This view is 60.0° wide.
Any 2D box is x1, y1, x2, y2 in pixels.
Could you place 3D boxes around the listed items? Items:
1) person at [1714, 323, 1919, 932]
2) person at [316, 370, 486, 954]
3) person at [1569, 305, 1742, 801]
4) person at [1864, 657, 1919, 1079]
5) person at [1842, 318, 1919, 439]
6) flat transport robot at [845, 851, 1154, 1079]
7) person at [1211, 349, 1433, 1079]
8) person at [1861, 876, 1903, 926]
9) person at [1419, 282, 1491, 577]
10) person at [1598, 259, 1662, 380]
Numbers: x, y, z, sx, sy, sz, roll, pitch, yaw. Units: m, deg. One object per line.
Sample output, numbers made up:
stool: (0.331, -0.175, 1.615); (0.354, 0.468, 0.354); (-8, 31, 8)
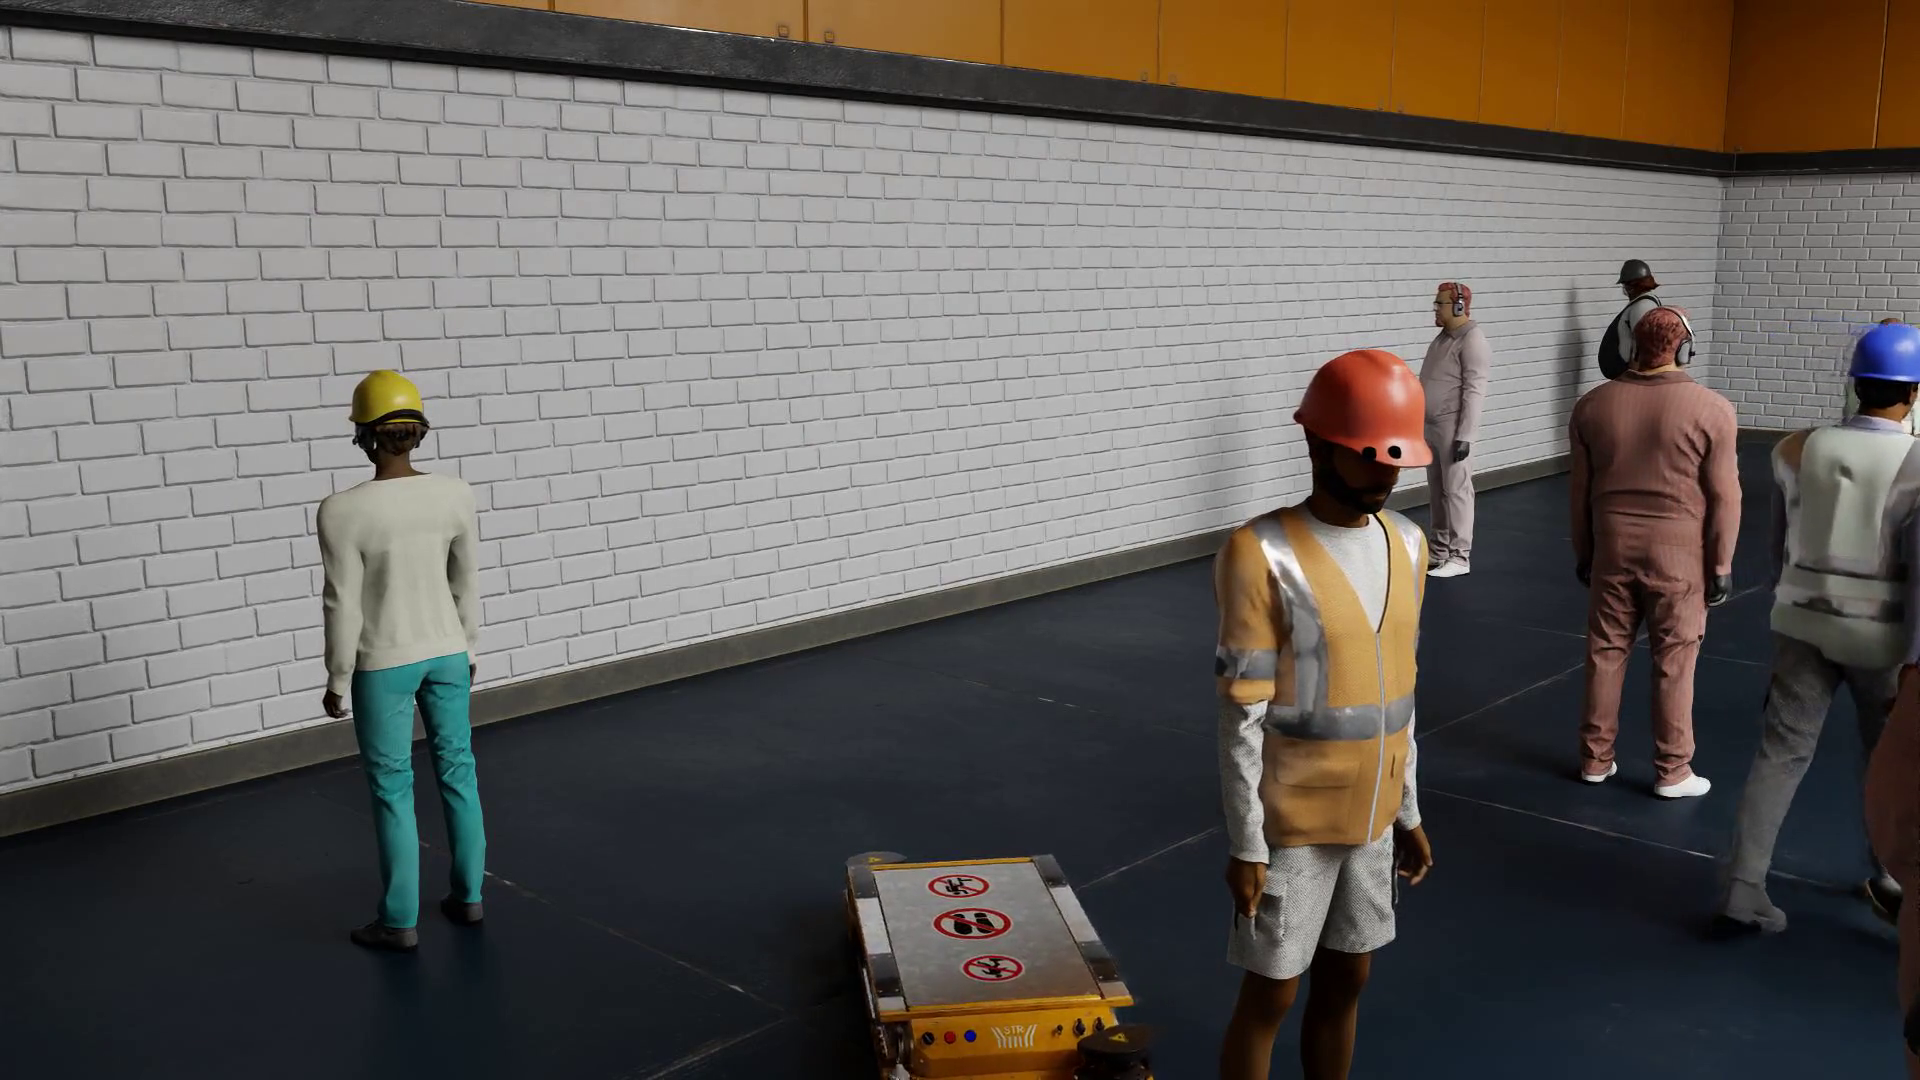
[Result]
person: (2.750, 0.281, 5.195); (0.978, 1.909, 0.605); (-8, 13, -38)
person: (-1.694, 0.369, 5.061); (0.312, 1.768, 0.522); (8, 13, 39)
person: (2.689, 0.051, 6.460); (0.643, 1.913, 0.410); (9, 13, 42)
person: (1.813, 0.670, 2.945); (0.408, 1.906, 0.652); (9, 13, 42)
person: (6.536, -0.748, 11.789); (0.523, 1.636, 0.310); (4, 11, 23)
flat transport robot: (0.056, 1.191, 4.638); (0.652, 0.197, 1.431); (-1, 10, -8)
person: (0.777, 0.570, 3.460); (0.543, 1.928, 0.372); (-6, 12, -32)
person: (2.879, 0.376, 4.583); (0.626, 1.913, 0.980); (-4, 11, -23)
person: (3.169, -0.716, 10.839); (0.407, 1.908, 0.641); (-1, 10, -8)
person: (6.122, -1.554, 15.231); (0.535, 2.000, 0.674); (5, 11, 27)
